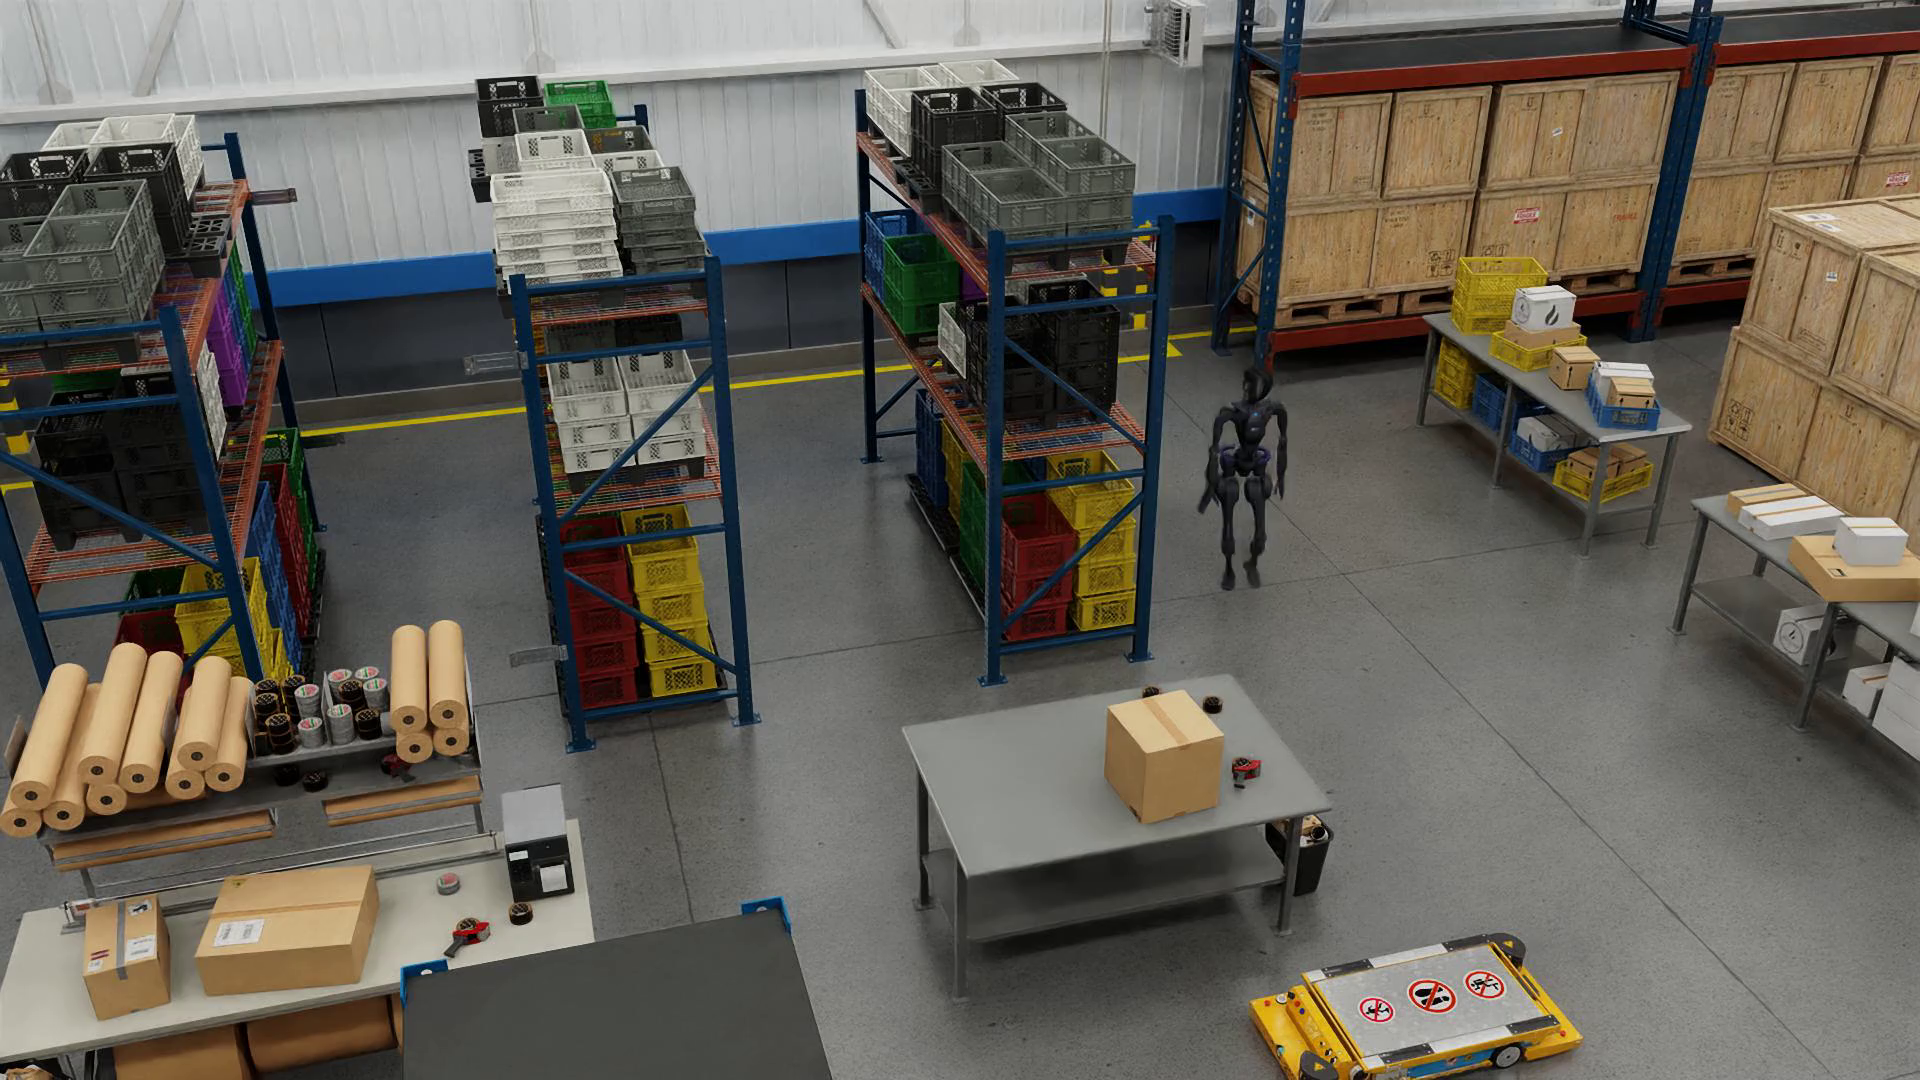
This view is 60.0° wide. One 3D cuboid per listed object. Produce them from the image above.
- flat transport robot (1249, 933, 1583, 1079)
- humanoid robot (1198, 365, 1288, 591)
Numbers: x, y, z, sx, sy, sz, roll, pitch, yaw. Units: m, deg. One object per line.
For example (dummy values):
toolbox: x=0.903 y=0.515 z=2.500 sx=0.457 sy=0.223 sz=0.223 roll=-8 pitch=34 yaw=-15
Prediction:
flat transport robot: x=2.184 y=2.282 z=7.980 sx=1.431 sy=0.197 sz=0.652 roll=-8 pitch=30 yaw=-14
humanoid robot: x=1.939 y=-0.393 z=11.414 sx=0.646 sy=1.640 sz=0.484 roll=0 pitch=29 yaw=0
